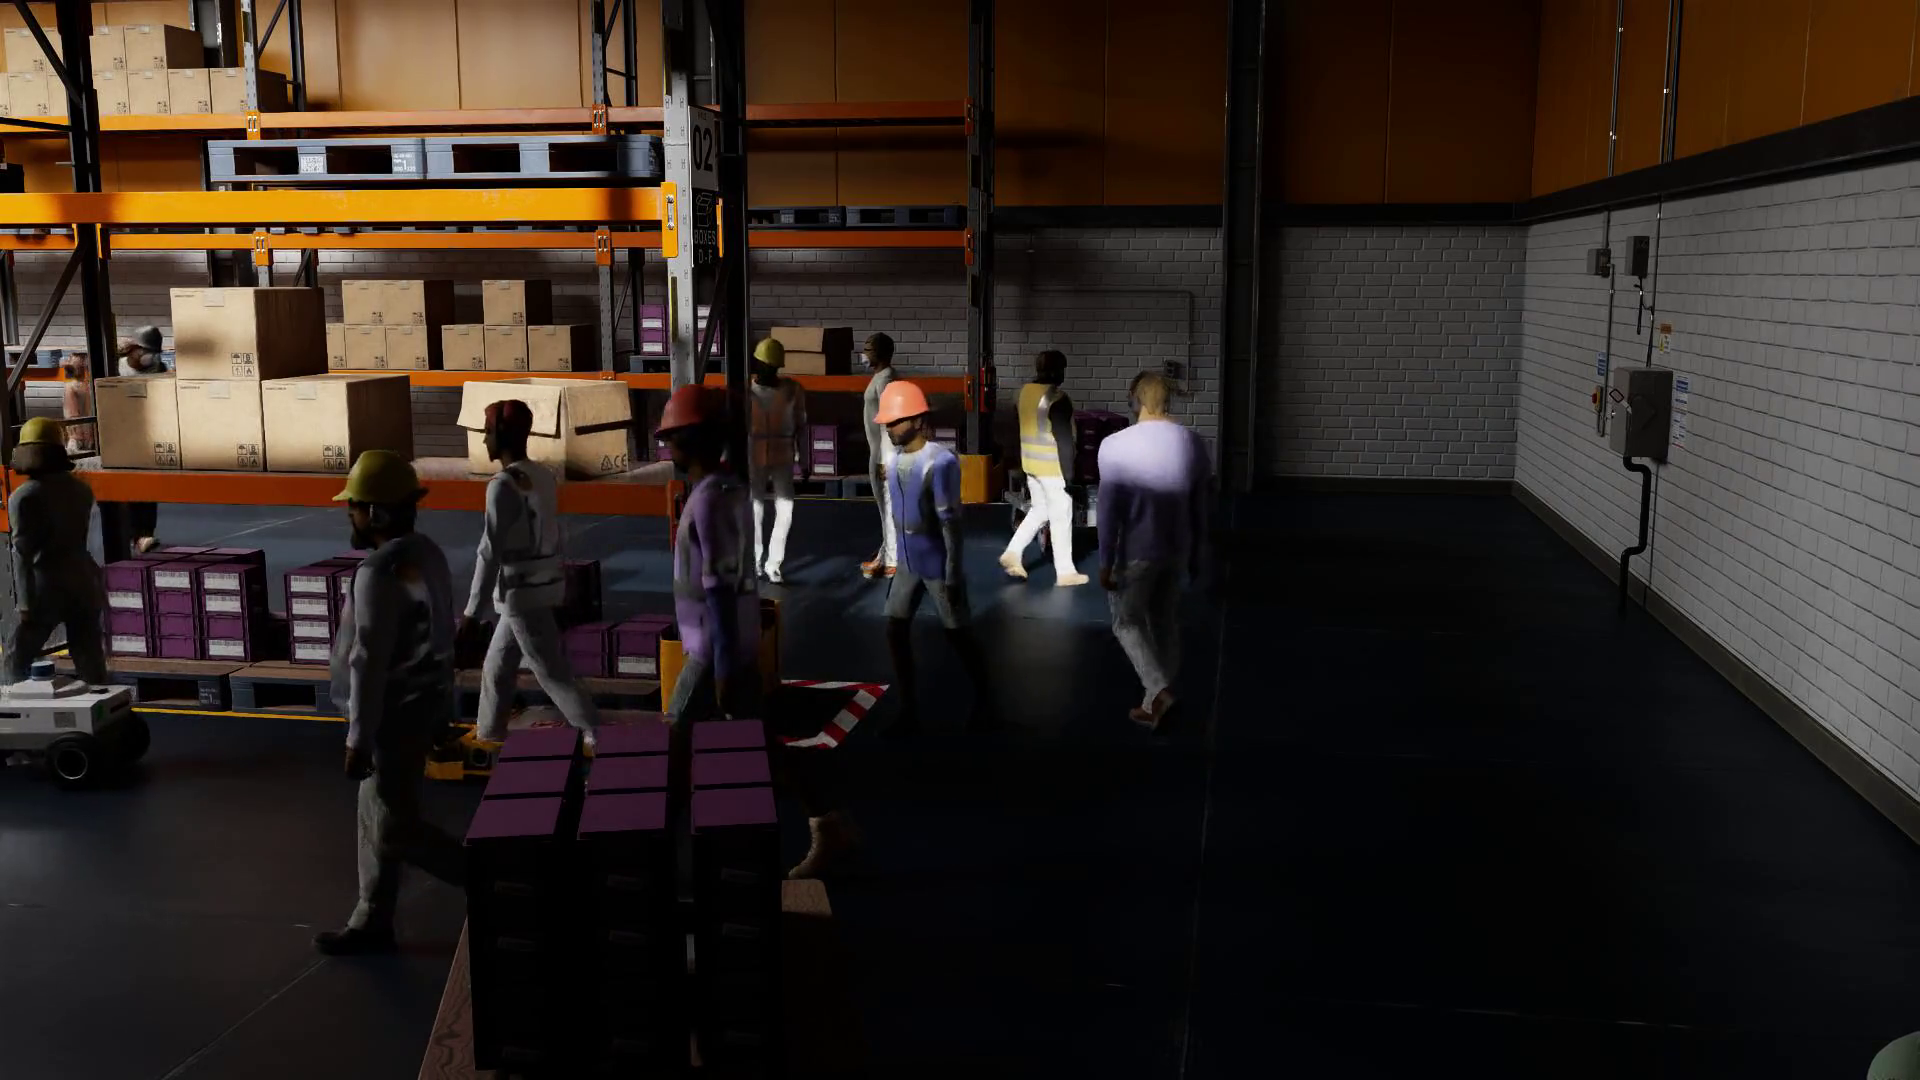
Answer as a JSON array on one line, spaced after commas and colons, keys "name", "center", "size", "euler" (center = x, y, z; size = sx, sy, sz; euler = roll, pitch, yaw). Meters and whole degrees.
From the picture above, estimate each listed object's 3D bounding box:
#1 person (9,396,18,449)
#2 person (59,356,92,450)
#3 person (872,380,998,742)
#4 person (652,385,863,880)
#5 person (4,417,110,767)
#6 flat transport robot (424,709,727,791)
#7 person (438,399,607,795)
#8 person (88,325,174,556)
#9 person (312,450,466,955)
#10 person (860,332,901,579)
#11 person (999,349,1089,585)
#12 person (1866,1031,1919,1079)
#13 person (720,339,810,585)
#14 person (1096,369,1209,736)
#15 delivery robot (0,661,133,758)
[{"name": "person", "center": [-7.274, -0.591, 12.494], "size": [0.375, 1.995, 0.611], "euler": [-5, 11, -30]}, {"name": "person", "center": [-8.641, -1.012, 16.354], "size": [0.874, 1.588, 0.535], "euler": [0, 9, -3]}, {"name": "person", "center": [-0.102, 0.099, 8.615], "size": [0.773, 1.887, 0.572], "euler": [-9, 12, -43]}, {"name": "person", "center": [-0.892, 0.389, 6.477], "size": [1.046, 1.990, 0.621], "euler": [0, 9, -2]}, {"name": "person", "center": [-4.426, 0.264, 8.080], "size": [0.685, 1.705, 0.497], "euler": [4, 10, 22]}, {"name": "flat transport robot", "center": [-1.781, 0.991, 8.012], "size": [1.431, 0.197, 0.652], "euler": [1, 9, 9]}, {"name": "person", "center": [-1.955, 0.276, 7.662], "size": [0.982, 1.846, 0.587], "euler": [0, 9, 1]}, {"name": "person", "center": [-7.033, -0.892, 14.220], "size": [0.750, 2.000, 1.003], "euler": [-6, 11, -32]}, {"name": "person", "center": [-1.889, 0.589, 5.750], "size": [0.759, 1.814, 0.596], "euler": [-1, 9, -4]}, {"name": "person", "center": [-0.608, -0.665, 13.123], "size": [0.371, 1.941, 0.627], "euler": [-1, 9, -5]}, {"name": "person", "center": [0.666, -0.543, 12.721], "size": [0.652, 1.831, 0.634], "euler": [-5, 10, -28]}, {"name": "person", "center": [1.519, 1.229, 2.346], "size": [0.502, 1.626, 0.284], "euler": [3, 10, 20]}, {"name": "person", "center": [-1.508, -0.586, 12.744], "size": [0.699, 1.899, 0.497], "euler": [0, 9, -2]}, {"name": "person", "center": [1.014, 0.087, 8.559], "size": [0.629, 1.925, 0.635], "euler": [-4, 10, -22]}, {"name": "delivery robot", "center": [-4.343, 0.820, 7.905], "size": [0.707, 0.478, 0.477], "euler": [0, 9, 0]}]
